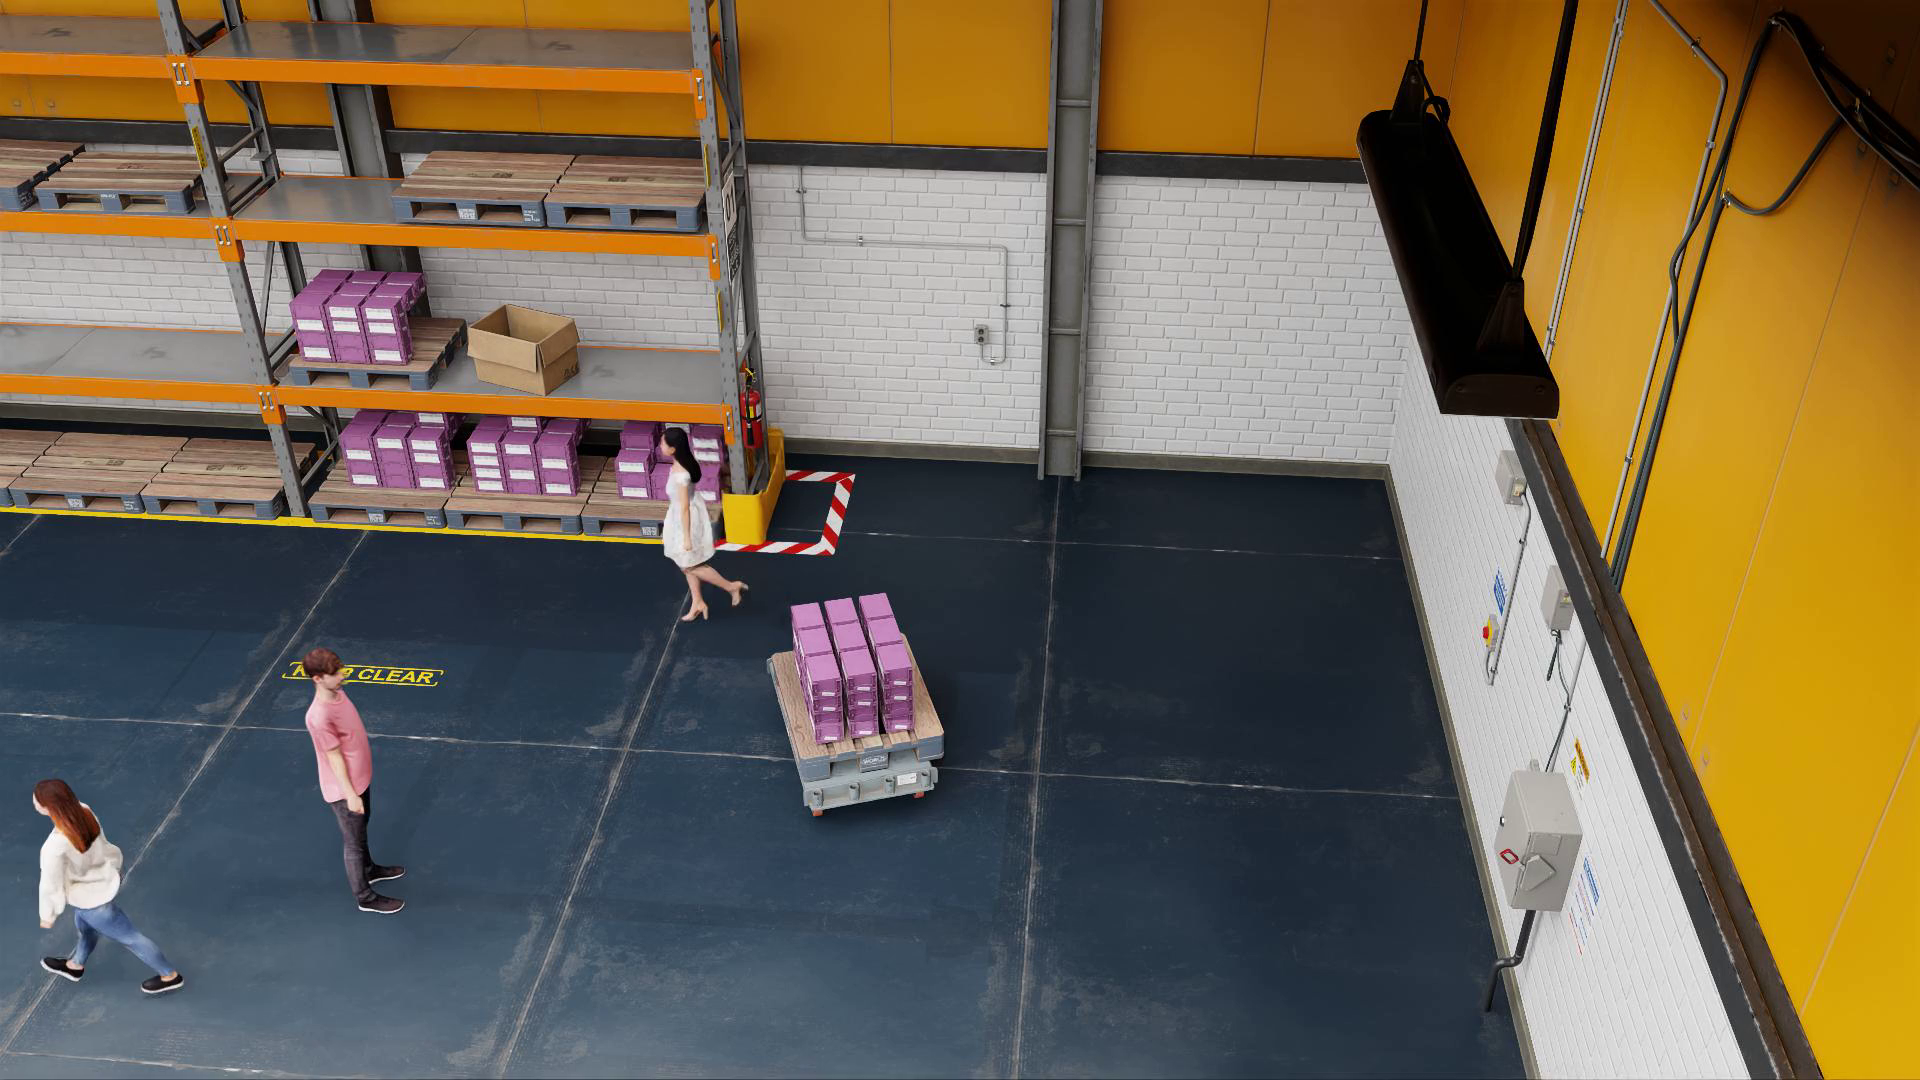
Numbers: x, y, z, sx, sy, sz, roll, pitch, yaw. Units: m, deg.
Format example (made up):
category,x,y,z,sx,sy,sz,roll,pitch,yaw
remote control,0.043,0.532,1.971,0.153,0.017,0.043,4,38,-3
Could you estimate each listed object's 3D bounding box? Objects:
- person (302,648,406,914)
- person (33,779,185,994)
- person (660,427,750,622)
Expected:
category,x,y,z,sx,sy,sz,roll,pitch,yaw
person,-3.849,1.493,10.410,0.653,1.961,0.695,-6,34,-9
person,-5.012,2.095,9.790,1.109,1.645,0.714,-1,34,-1
person,-2.030,-0.090,12.969,0.930,1.764,0.723,-1,34,-2
